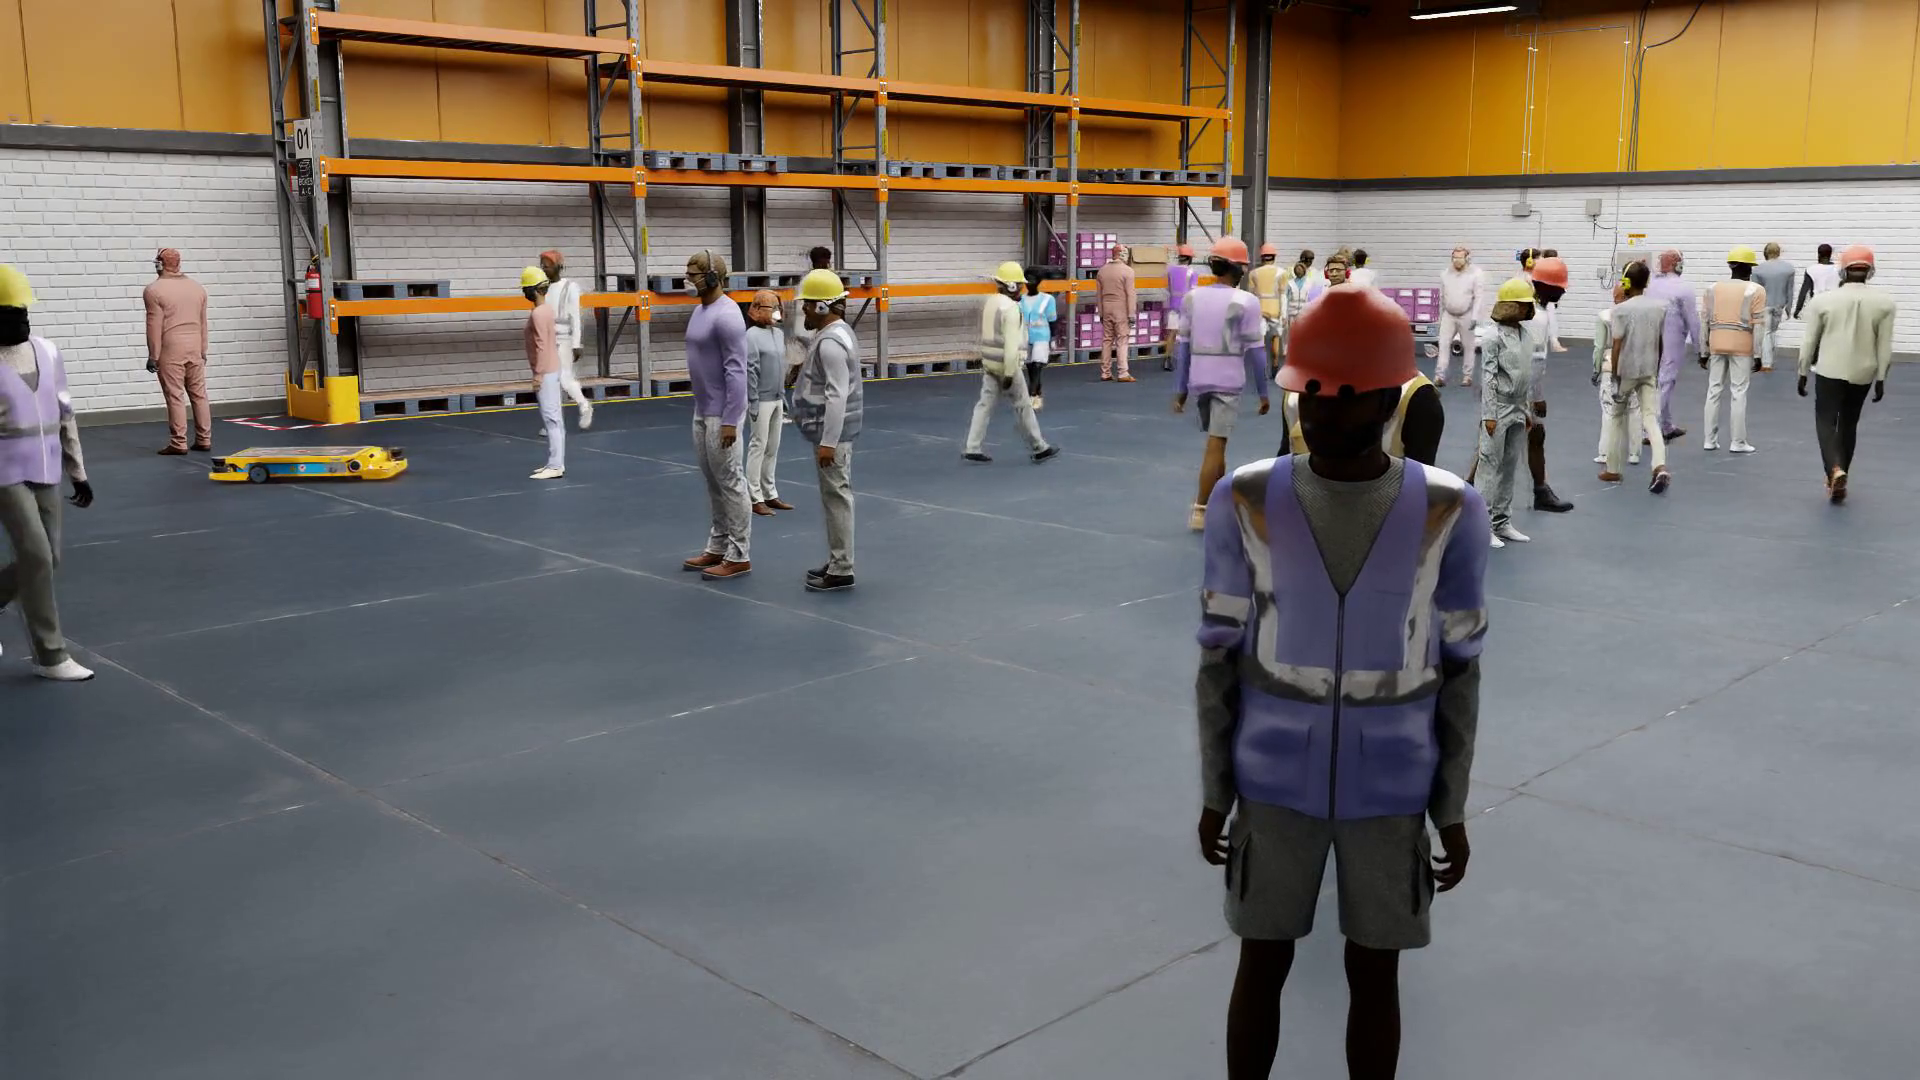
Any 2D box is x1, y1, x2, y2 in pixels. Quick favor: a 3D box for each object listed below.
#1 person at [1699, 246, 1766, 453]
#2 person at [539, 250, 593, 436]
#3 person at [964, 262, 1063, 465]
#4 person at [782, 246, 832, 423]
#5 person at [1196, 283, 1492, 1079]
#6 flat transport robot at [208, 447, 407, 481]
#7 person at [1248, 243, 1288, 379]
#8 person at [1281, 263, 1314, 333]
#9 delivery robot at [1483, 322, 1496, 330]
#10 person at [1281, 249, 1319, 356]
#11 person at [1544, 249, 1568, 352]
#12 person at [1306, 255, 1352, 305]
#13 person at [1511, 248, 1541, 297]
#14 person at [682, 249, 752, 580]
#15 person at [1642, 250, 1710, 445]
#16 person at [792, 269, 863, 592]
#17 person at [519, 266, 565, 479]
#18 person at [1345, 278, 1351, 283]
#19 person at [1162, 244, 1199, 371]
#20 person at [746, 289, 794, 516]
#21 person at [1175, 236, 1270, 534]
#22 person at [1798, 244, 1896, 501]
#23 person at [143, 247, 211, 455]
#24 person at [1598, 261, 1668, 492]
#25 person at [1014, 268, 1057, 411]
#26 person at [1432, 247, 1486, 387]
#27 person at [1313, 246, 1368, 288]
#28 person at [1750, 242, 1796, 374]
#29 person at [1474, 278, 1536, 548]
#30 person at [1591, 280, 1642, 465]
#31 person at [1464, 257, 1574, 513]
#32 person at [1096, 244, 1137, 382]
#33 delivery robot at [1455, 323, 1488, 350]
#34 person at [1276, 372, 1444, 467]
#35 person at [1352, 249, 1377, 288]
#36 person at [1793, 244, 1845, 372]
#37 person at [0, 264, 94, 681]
[{"bbox_3d":[7.222,-1.778,15.562,0.383,1.923,0.588,-9,13,-39],"label":"person"},{"bbox_3d":[-4.051,-1.988,16.826,0.606,1.875,0.544,6,12,30],"label":"person"},{"bbox_3d":[0.436,-1.545,14.661,0.927,1.781,0.603,-5,11,-24],"label":"person"},{"bbox_3d":[-1.634,-2.213,17.996,1.017,1.912,0.660,-8,13,-36],"label":"person"},{"bbox_3d":[0.728,0.477,3.235,0.548,1.934,0.376,2,11,13],"label":"person"},{"bbox_3d":[-5.430,-0.645,13.892,1.431,0.197,0.652,-1,10,-5],"label":"flat transport robot"},{"bbox_3d":[4.311,-3.186,23.281,0.562,1.899,0.927,4,11,19],"label":"person"},{"bbox_3d":[5.355,-3.591,26.347,0.541,1.585,0.878,3,11,13],"label":"person"},{"bbox_3d":[9.060,-3.469,28.260,0.477,0.478,0.707,-4,11,-20],"label":"delivery robot"},{"bbox_3d":[5.566,-3.899,27.490,0.677,1.799,0.835,-2,11,-13],"label":"person"},{"bbox_3d":[10.189,-4.184,29.053,0.883,1.798,0.666,8,13,39],"label":"person"},{"bbox_3d":[3.382,-1.645,15.044,0.563,1.847,0.389,3,11,18],"label":"person"},{"bbox_3d":[6.736,-2.537,19.862,0.335,1.865,0.519,-3,11,-16],"label":"person"},{"bbox_3d":[-1.436,-0.735,9.830,0.371,1.939,0.629,-5,12,-25],"label":"person"},{"bbox_3d":[6.942,-1.864,16.157,0.786,1.874,0.663,-4,11,-21],"label":"person"},{"bbox_3d":[-0.754,-0.620,9.494,0.403,1.830,0.600,0,10,-1],"label":"person"},{"bbox_3d":[-3.485,-1.386,13.861,0.329,1.765,0.526,-1,10,-4],"label":"person"},{"bbox_3d":[3.841,-1.879,16.999,0.827,1.589,0.507,-5,12,-27],"label":"person"},{"bbox_3d":[3.320,-3.479,24.943,0.561,1.889,0.986,7,13,35],"label":"person"},{"bbox_3d":[-1.401,-1.001,12.114,0.271,1.632,0.508,4,11,21],"label":"person"},{"bbox_3d":[1.860,-1.072,11.468,0.914,2.004,0.632,-10,14,-44],"label":"person"},{"bbox_3d":[6.804,-1.285,12.786,0.620,1.965,0.917,3,11,17],"label":"person"},{"bbox_3d":[-7.261,-1.738,15.389,0.399,1.909,0.642,5,11,25],"label":"person"},{"bbox_3d":[5.431,-1.310,13.287,0.526,1.829,0.945,-1,10,-3],"label":"person"},{"bbox_3d":[0.796,-2.264,18.940,0.545,1.643,0.876,4,11,23],"label":"person"},{"bbox_3d":[6.628,-2.951,22.137,0.641,1.864,0.901,7,13,35],"label":"person"},{"bbox_3d":[4.331,-2.349,18.767,0.643,1.889,0.991,7,13,35],"label":"person"},{"bbox_3d":[11.899,-3.432,24.613,0.644,1.905,0.855,0,10,0],"label":"person"},{"bbox_3d":[3.584,-0.830,10.882,0.486,1.744,0.294,-9,14,-40],"label":"person"},{"bbox_3d":[5.843,-1.474,14.687,0.515,1.636,0.314,1,10,7],"label":"person"},{"bbox_3d":[4.073,-1.124,12.169,0.834,1.879,0.559,4,11,19],"label":"person"},{"bbox_3d":[2.189,-3.134,23.011,0.399,1.905,0.643,-10,14,-43],"label":"person"},{"bbox_3d":[8.641,-3.392,27.841,0.707,0.478,0.477,6,12,31],"label":"delivery robot"},{"bbox_3d":[1.377,0.033,5.935,0.628,1.837,0.429,9,14,41],"label":"person"},{"bbox_3d":[5.854,-3.325,24.268,0.513,1.835,0.932,0,10,1],"label":"person"},{"bbox_3d":[12.734,-3.439,24.709,0.611,1.882,0.853,-1,10,-4],"label":"person"},{"bbox_3d":[-4.365,-0.310,7.630,0.806,1.900,0.595,3,11,15],"label":"person"}]
